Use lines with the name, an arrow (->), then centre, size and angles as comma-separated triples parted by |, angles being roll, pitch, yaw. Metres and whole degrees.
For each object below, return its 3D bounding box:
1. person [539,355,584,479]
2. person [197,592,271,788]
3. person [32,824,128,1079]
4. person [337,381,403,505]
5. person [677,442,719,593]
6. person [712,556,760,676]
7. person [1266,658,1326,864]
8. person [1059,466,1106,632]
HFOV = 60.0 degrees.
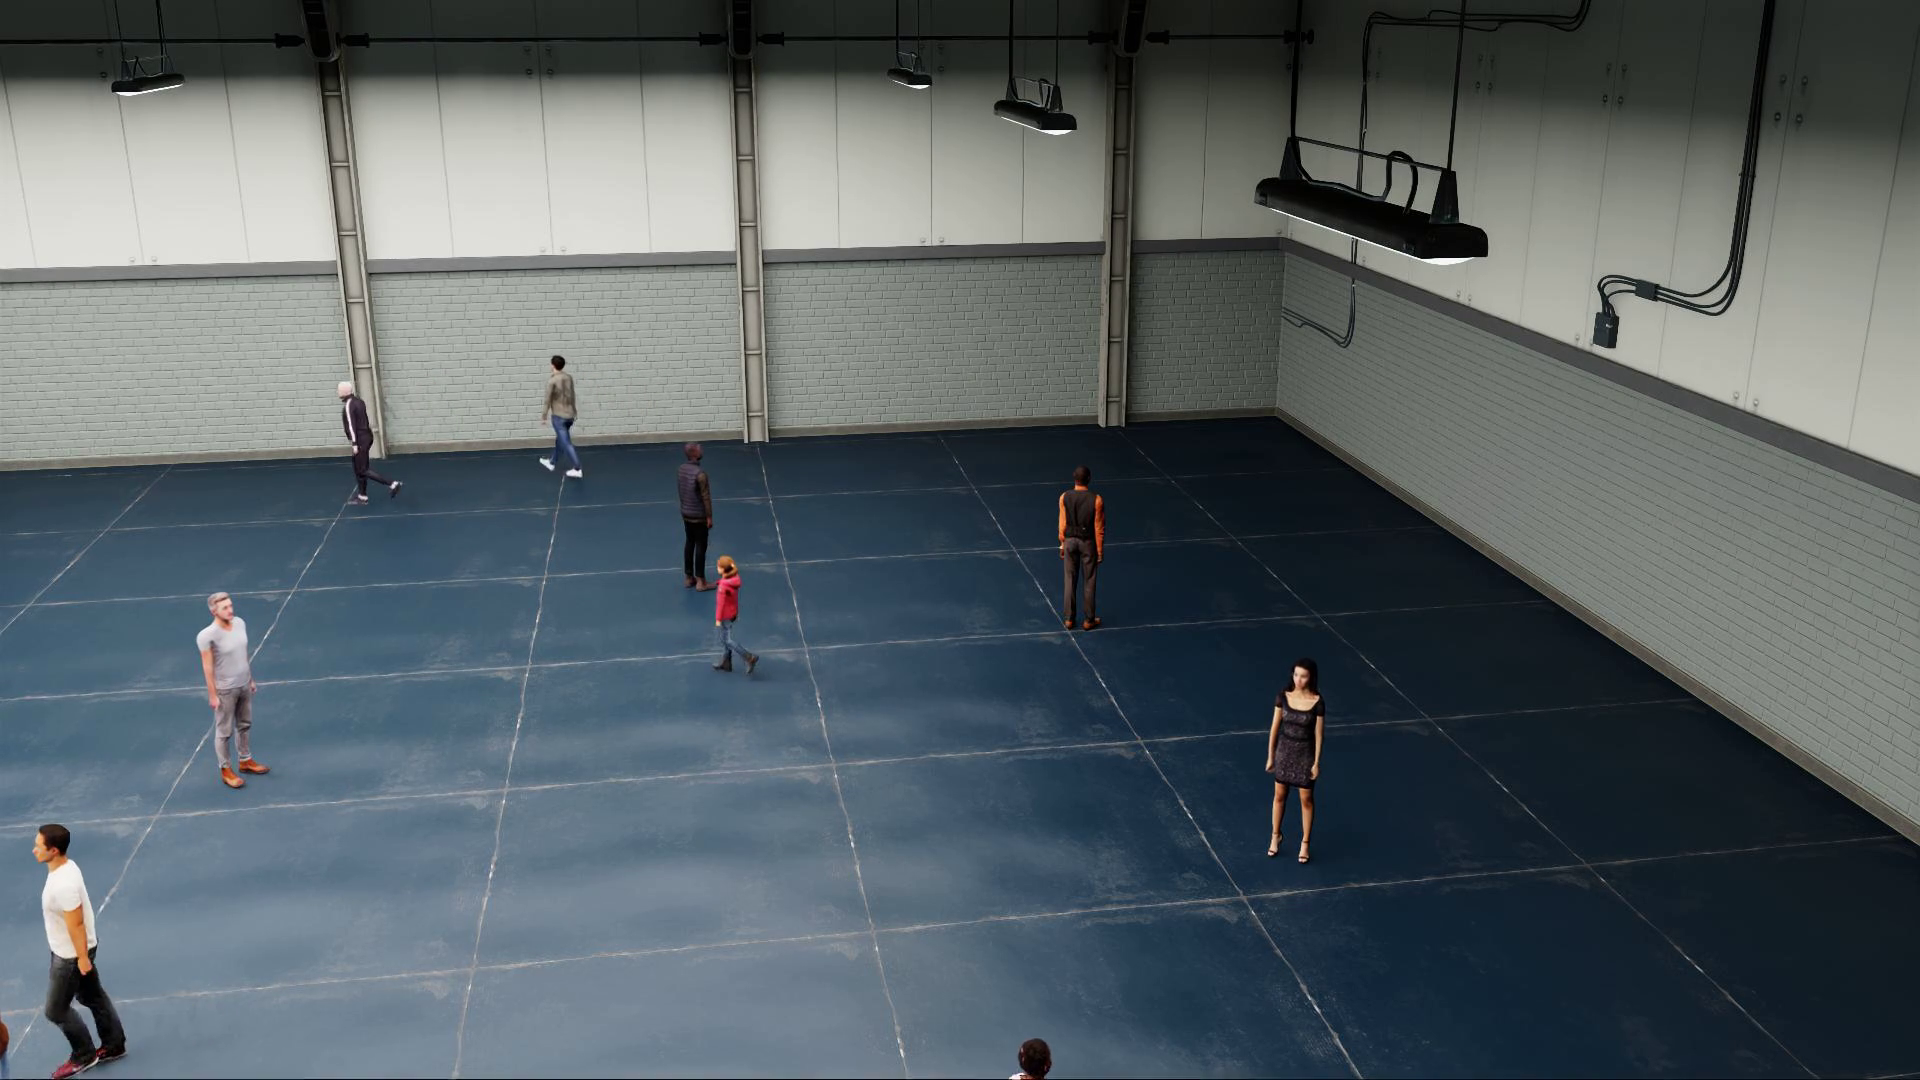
person -> -5.867, -1.796, 24.783 | 1.246, 1.815, 1.138 | 9, 20, 27
person -> -6.656, 1.328, 15.167 | 0.742, 1.828, 0.764 | 6, 19, 18
person -> -5.783, 2.692, 11.039 | 0.813, 1.790, 0.786 | -10, 21, -28
person -> -8.319, -1.335, 23.405 | 1.073, 1.792, 0.750 | -1, 18, -3
person -> -3.211, -0.300, 20.156 | 0.779, 1.835, 0.788 | 17, 25, 42
person -> -2.400, 0.815, 17.589 | 0.861, 1.303, 0.695 | 4, 19, 14
person -> 2.786, 1.812, 13.741 | 0.621, 1.791, 0.715 | 9, 20, 26
person -> 1.372, 0.080, 18.870 | 0.720, 1.908, 0.848 | 6, 19, 17
